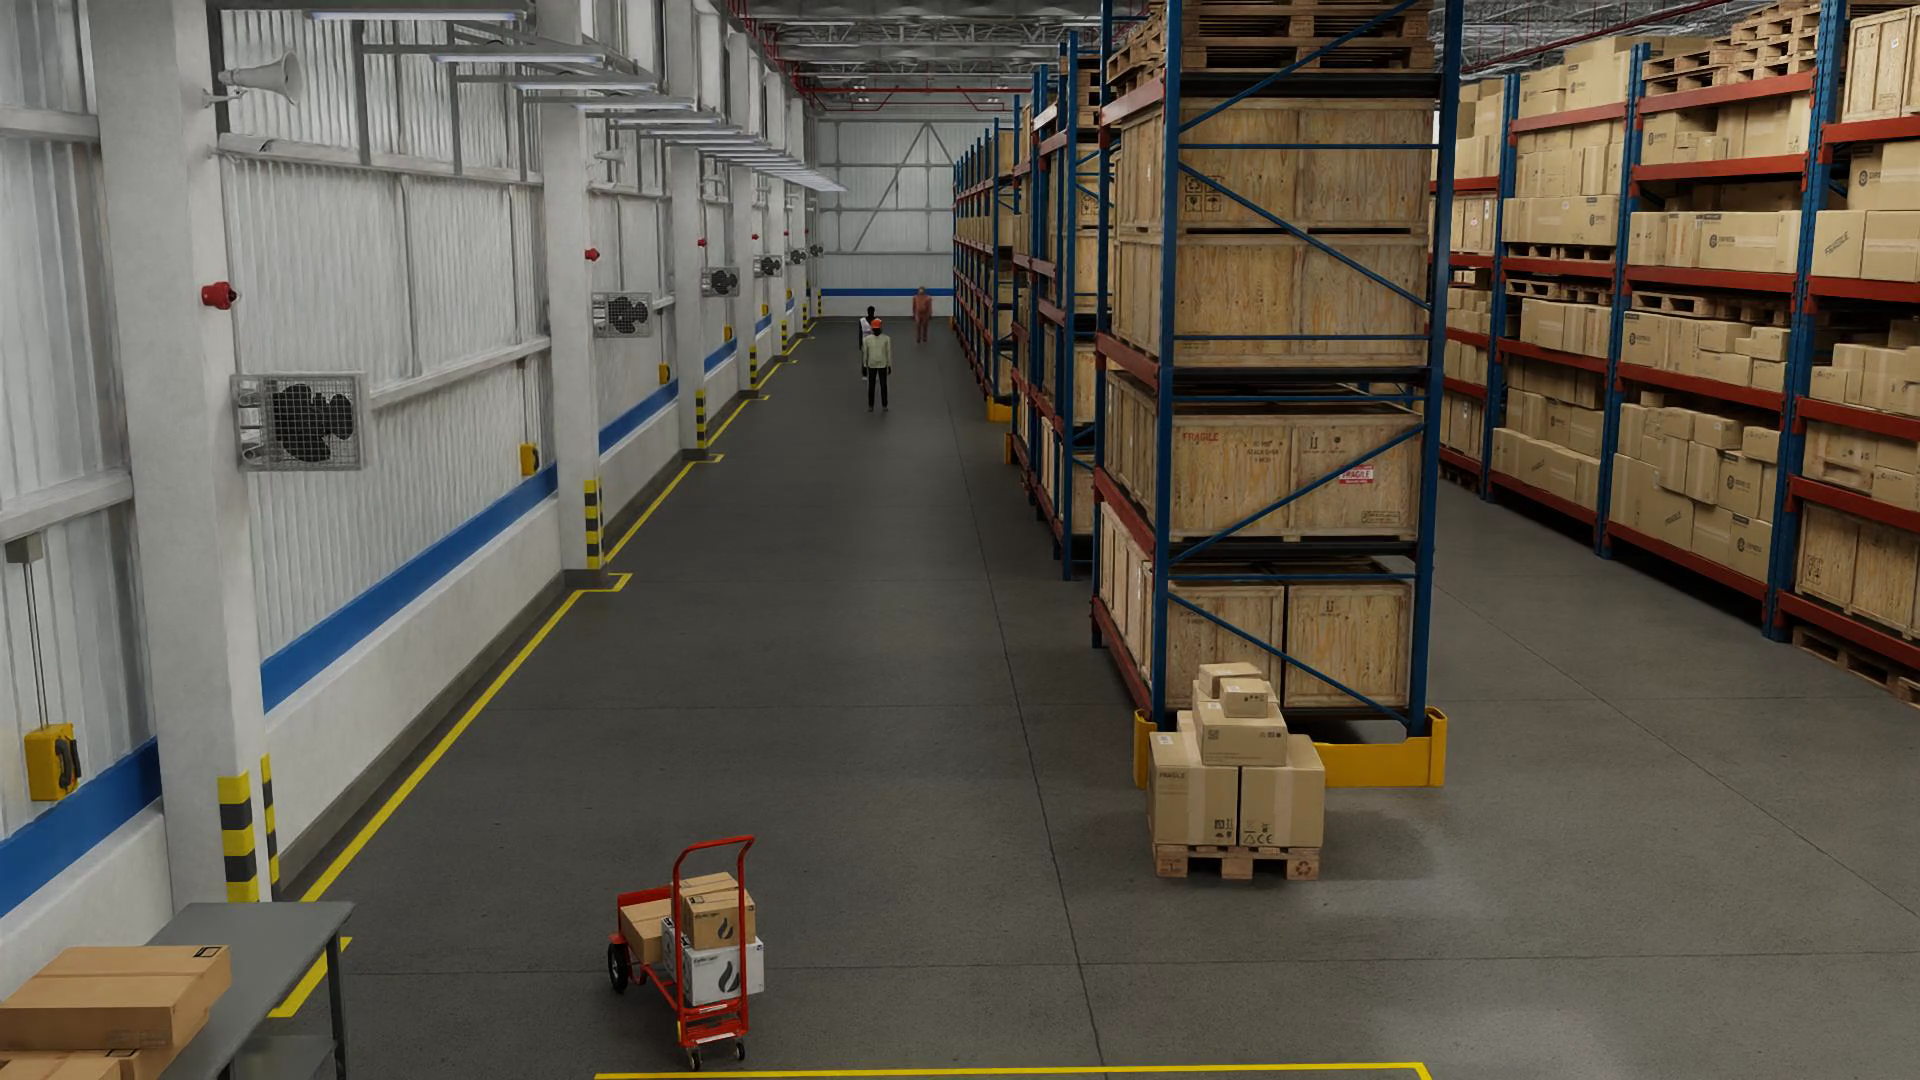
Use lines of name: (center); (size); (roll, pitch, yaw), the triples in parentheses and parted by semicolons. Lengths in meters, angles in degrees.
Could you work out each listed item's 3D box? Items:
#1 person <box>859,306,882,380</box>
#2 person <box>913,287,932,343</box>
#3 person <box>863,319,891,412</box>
person: (-2.296, -5.042, 42.636); (0.597, 1.906, 0.414); (-2, 11, -9)
person: (-1.274, -7.600, 56.048); (0.656, 1.867, 0.969); (1, 11, 4)
person: (-1.774, -3.737, 35.630); (0.613, 1.988, 0.404); (-1, 11, -3)
